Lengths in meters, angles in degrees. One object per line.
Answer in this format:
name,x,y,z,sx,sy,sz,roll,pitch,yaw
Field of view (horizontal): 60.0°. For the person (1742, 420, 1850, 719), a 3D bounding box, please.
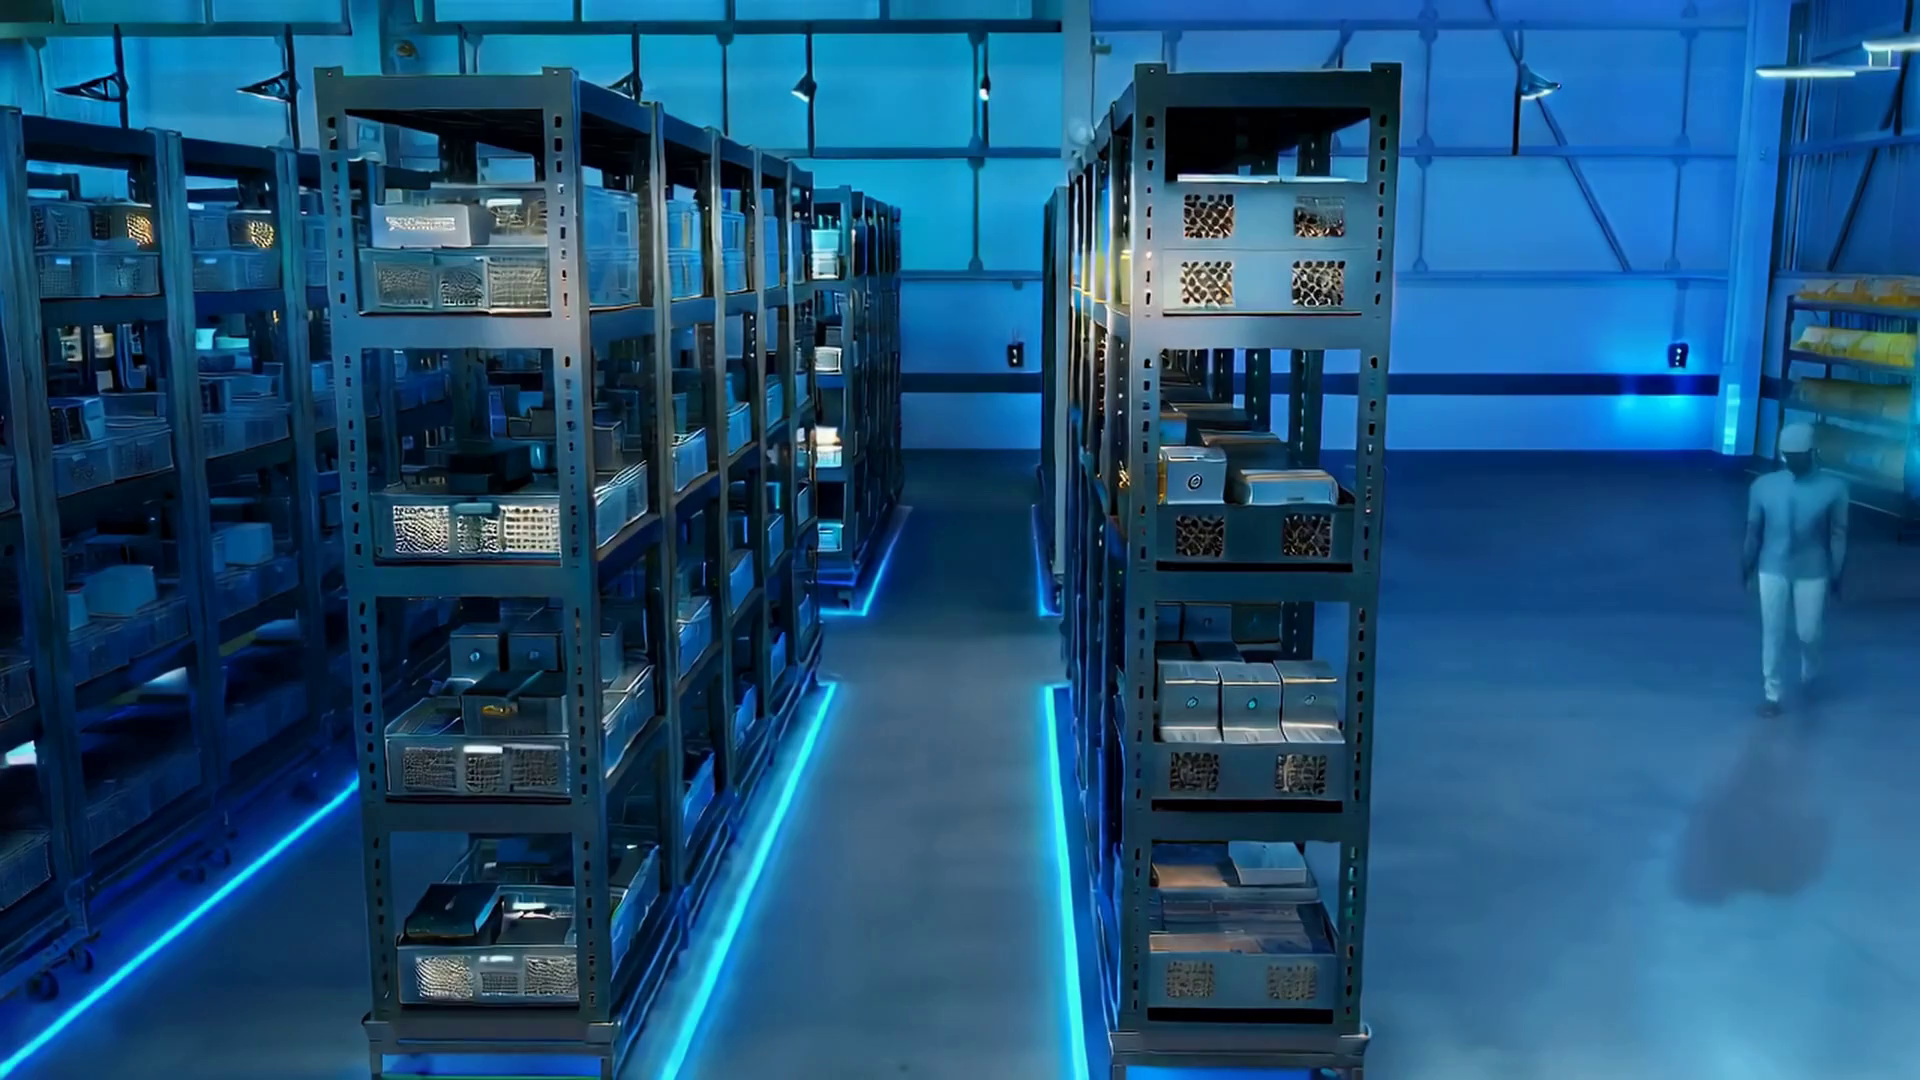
person,5.480,0.190,10.941,0.635,1.976,0.513,7,12,34
